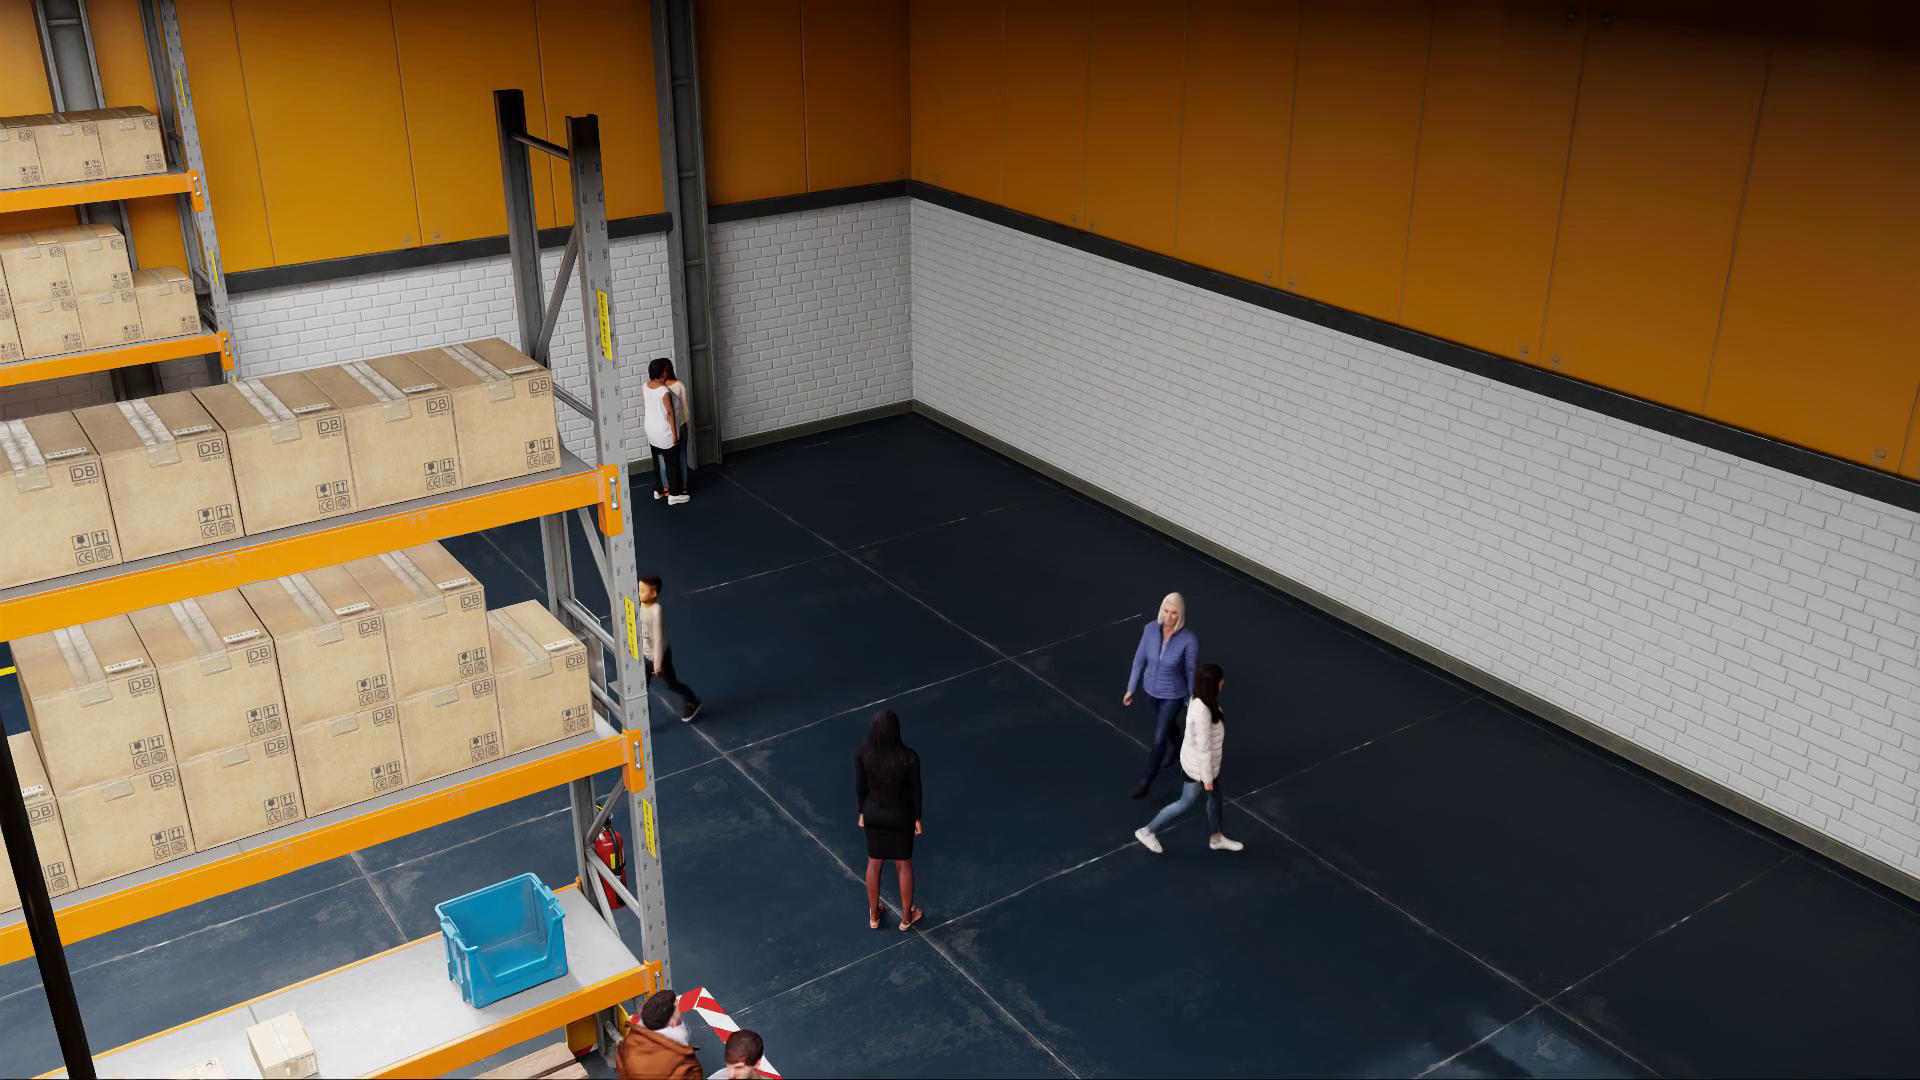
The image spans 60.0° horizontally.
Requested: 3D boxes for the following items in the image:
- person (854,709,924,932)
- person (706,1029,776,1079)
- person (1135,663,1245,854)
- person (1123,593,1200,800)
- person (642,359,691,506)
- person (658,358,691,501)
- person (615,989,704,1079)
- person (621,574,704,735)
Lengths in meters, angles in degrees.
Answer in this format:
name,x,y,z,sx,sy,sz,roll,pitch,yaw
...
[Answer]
name,x,y,z,sx,sy,sz,roll,pitch,yaw
person,-0.495,1.928,11.554,0.665,1.720,0.720,4,24,10
person,-1.060,3.233,8.416,0.736,1.844,0.764,7,25,16
person,1.693,1.651,12.330,1.141,1.607,1.043,2,24,6
person,1.682,1.179,13.311,0.863,1.687,1.220,19,30,37
person,-3.352,-1.249,18.863,0.654,1.688,0.690,-22,32,-40
person,-3.301,-1.272,18.922,0.574,1.682,0.731,-7,25,-17
person,-1.526,3.163,8.599,0.847,1.826,0.854,12,26,26
person,-2.520,0.959,14.118,0.999,1.443,0.625,-20,31,-38
